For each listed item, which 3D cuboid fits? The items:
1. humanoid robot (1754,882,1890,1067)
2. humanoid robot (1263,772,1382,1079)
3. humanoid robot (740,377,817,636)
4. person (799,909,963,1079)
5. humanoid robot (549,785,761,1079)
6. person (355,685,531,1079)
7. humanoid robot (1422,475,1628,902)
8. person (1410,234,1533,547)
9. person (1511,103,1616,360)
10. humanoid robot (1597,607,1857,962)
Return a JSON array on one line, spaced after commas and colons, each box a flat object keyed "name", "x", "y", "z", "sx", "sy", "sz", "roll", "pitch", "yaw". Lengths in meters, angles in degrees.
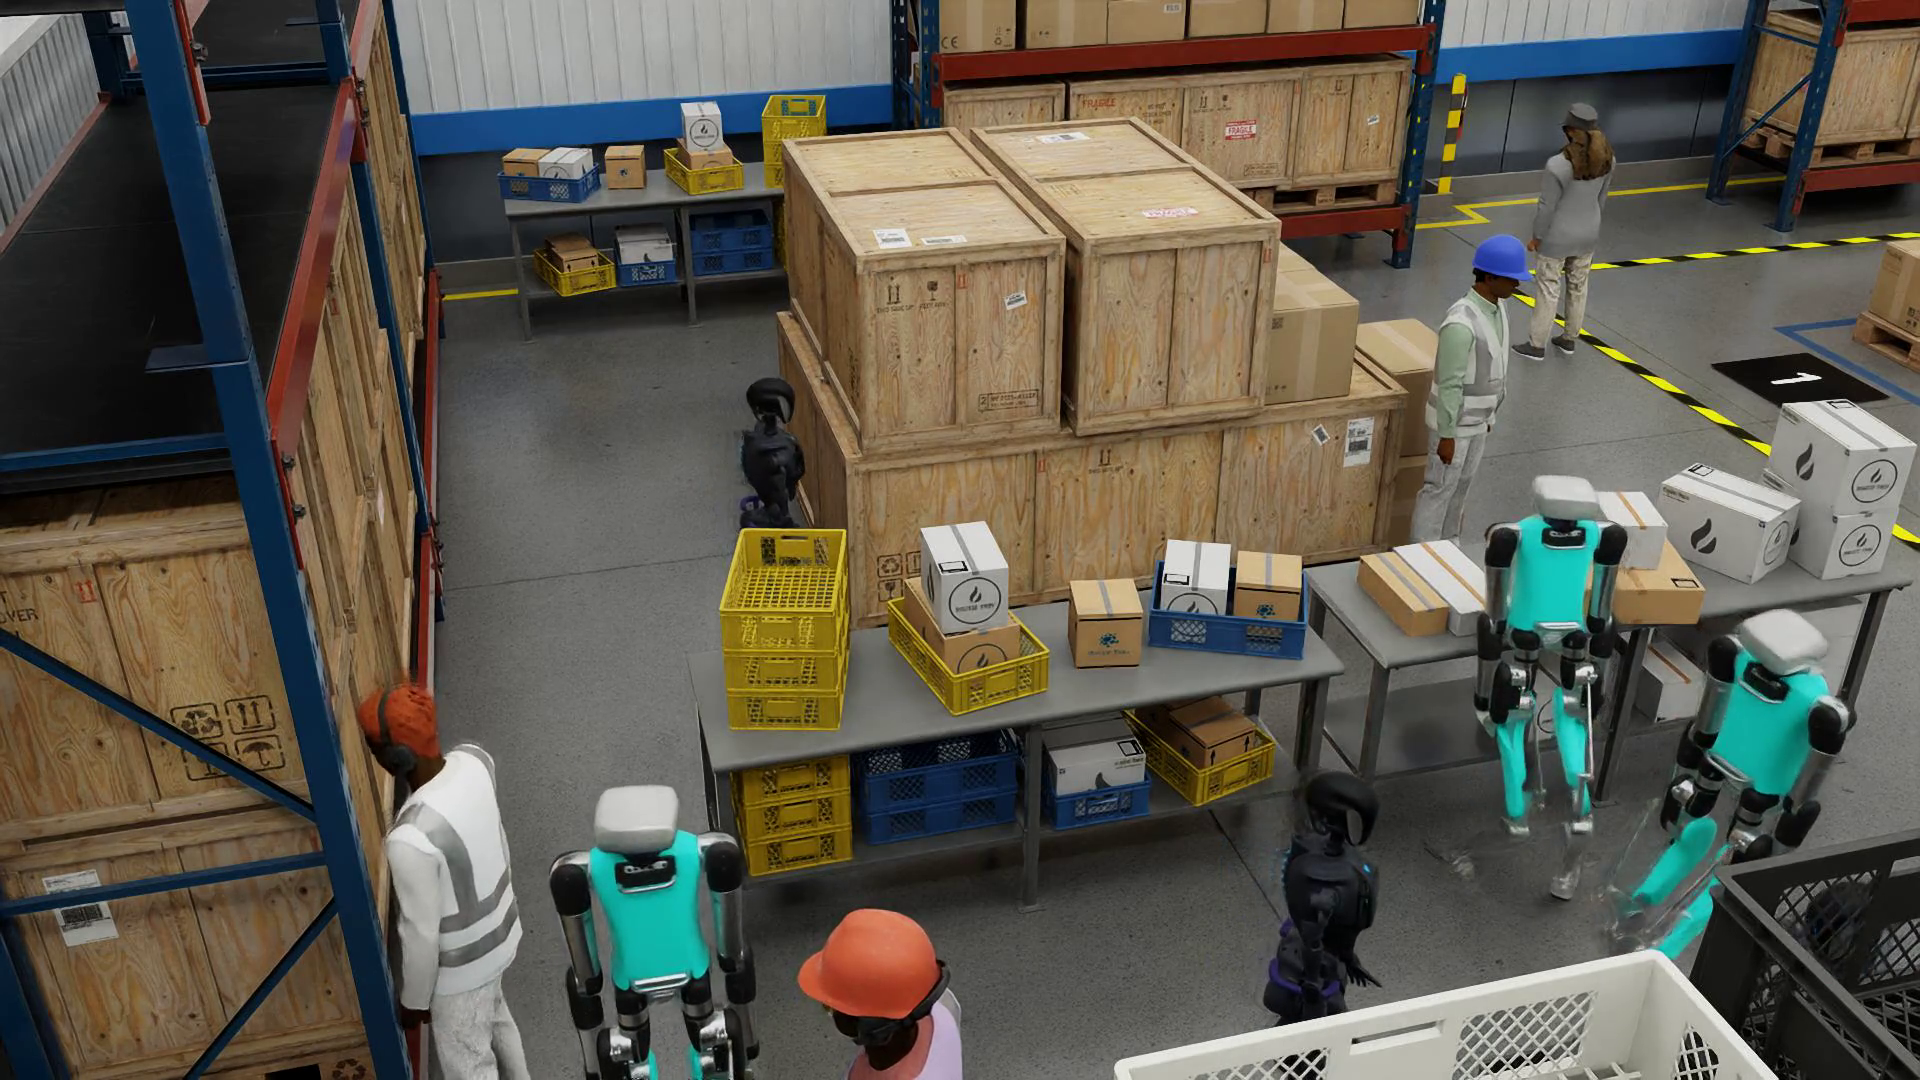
[{"name": "humanoid robot", "x": 2.307, "y": 1.620, "z": 4.725, "sx": 0.633, "sy": 1.637, "sz": 0.603, "roll": -10, "pitch": 30, "yaw": -17}, {"name": "humanoid robot", "x": 1.116, "y": 1.403, "z": 5.099, "sx": 0.347, "sy": 1.648, "sz": 0.597, "roll": 10, "pitch": 30, "yaw": 18}, {"name": "humanoid robot", "x": -0.823, "y": 0.001, "z": 7.657, "sx": 0.452, "sy": 1.650, "sz": 0.597, "roll": -8, "pitch": 30, "yaw": -15}, {"name": "person", "x": -0.180, "y": 1.730, "z": 4.141, "sx": 0.370, "sy": 2.044, "sz": 0.605, "roll": 4, "pitch": 29, "yaw": 7}, {"name": "humanoid robot", "x": -0.812, "y": 1.611, "z": 4.729, "sx": 0.544, "sy": 1.819, "sz": 0.769, "roll": -6, "pitch": 29, "yaw": -10}, {"name": "person", "x": -1.496, "y": 1.293, "z": 5.117, "sx": 0.544, "sy": 1.866, "sz": 0.807, "roll": 1, "pitch": 29, "yaw": 3}, {"name": "humanoid robot", "x": 2.249, "y": 0.692, "z": 6.343, "sx": 0.569, "sy": 1.757, "sz": 0.848, "roll": -1, "pitch": 29, "yaw": -2}, {"name": "person", "x": 2.599, "y": -0.633, "z": 8.539, "sx": 0.412, "sy": 1.939, "sz": 0.602, "roll": 20, "pitch": 35, "yaw": 32}, {"name": "person", "x": 4.143, "y": -2.088, "z": 11.353, "sx": 0.561, "sy": 1.765, "sz": 0.401, "roll": -11, "pitch": 31, "yaw": -19}, {"name": "humanoid robot", "x": 2.412, "y": 1.102, "z": 5.661, "sx": 0.933, "sy": 1.822, "sz": 0.543, "roll": -12, "pitch": 31, "yaw": -21}]
